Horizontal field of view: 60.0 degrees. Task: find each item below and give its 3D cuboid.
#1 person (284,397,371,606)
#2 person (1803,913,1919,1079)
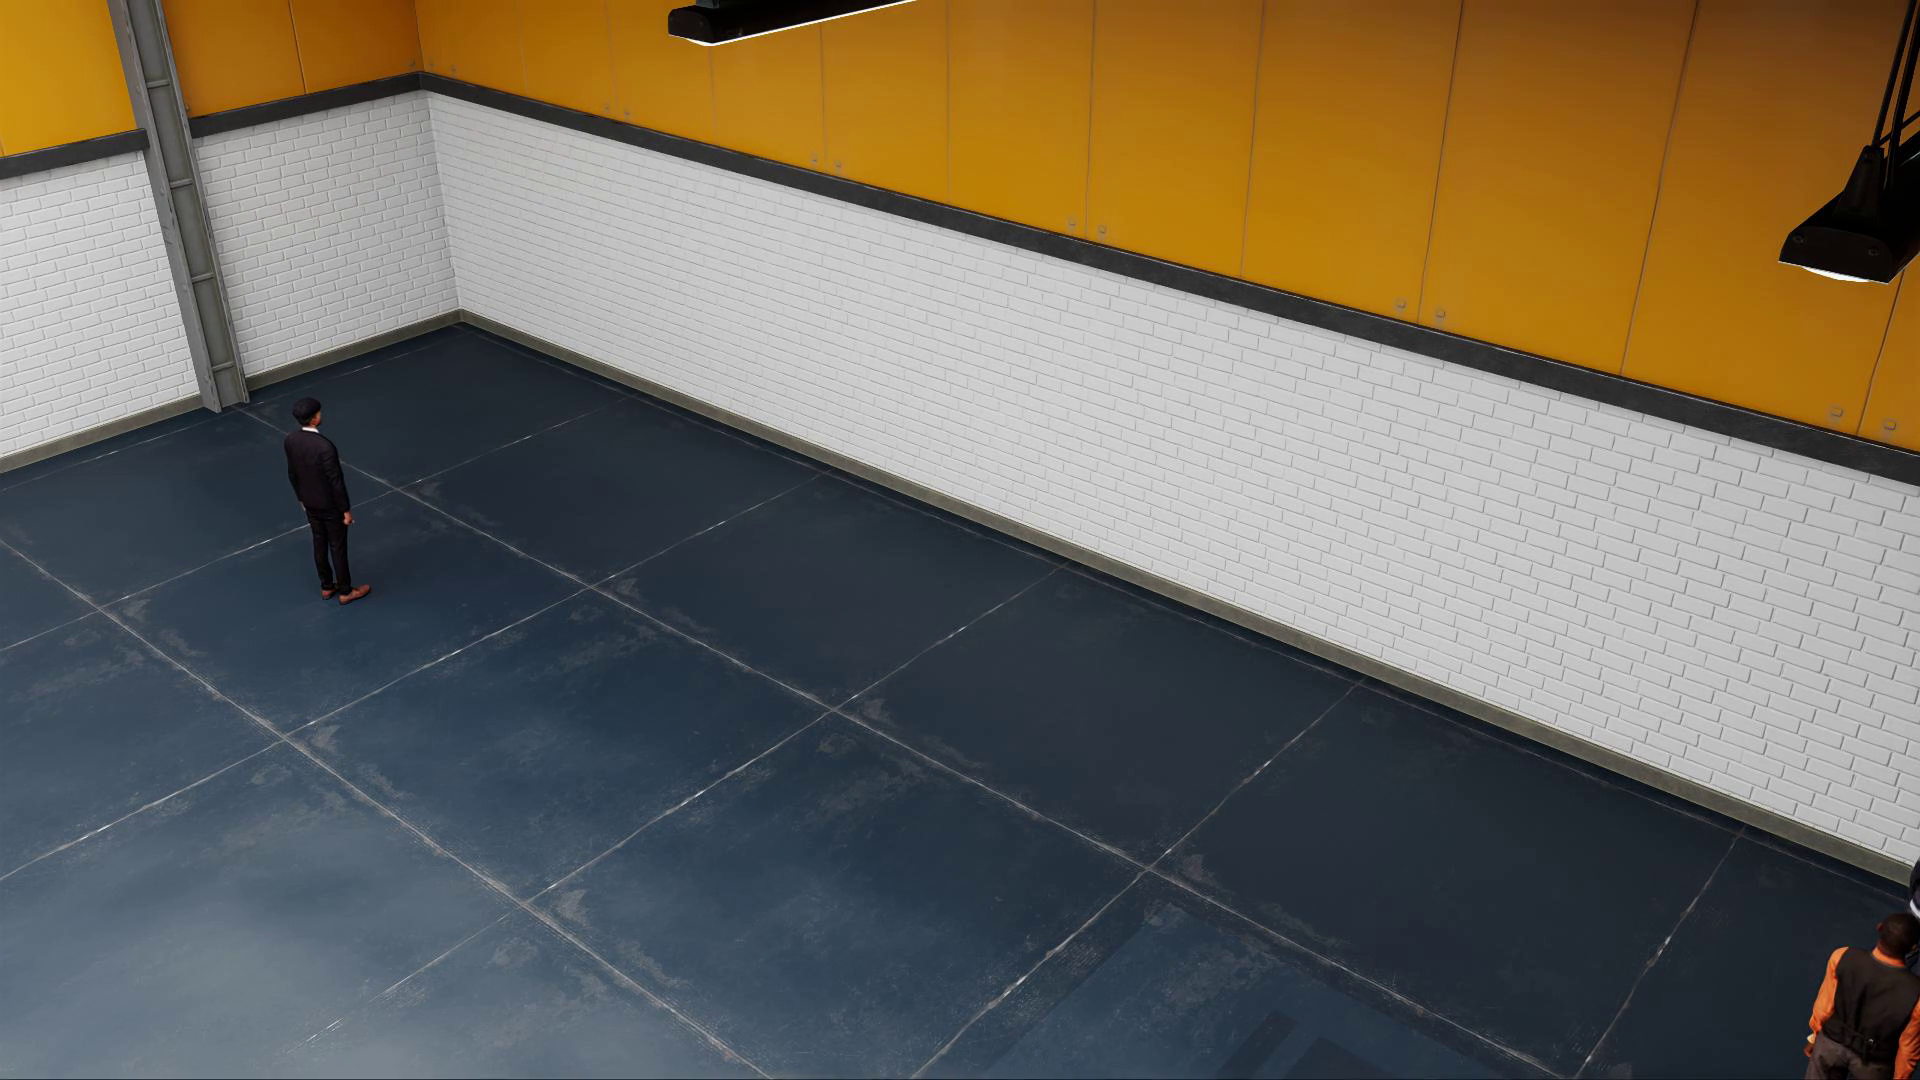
[{"bbox_3d":[-5.473,-0.340,14.262,0.753,1.881,0.648,13,31,22],"label":"person"},{"bbox_3d":[4.661,2.701,8.658,0.620,1.908,0.703,-26,38,-38],"label":"person"}]
